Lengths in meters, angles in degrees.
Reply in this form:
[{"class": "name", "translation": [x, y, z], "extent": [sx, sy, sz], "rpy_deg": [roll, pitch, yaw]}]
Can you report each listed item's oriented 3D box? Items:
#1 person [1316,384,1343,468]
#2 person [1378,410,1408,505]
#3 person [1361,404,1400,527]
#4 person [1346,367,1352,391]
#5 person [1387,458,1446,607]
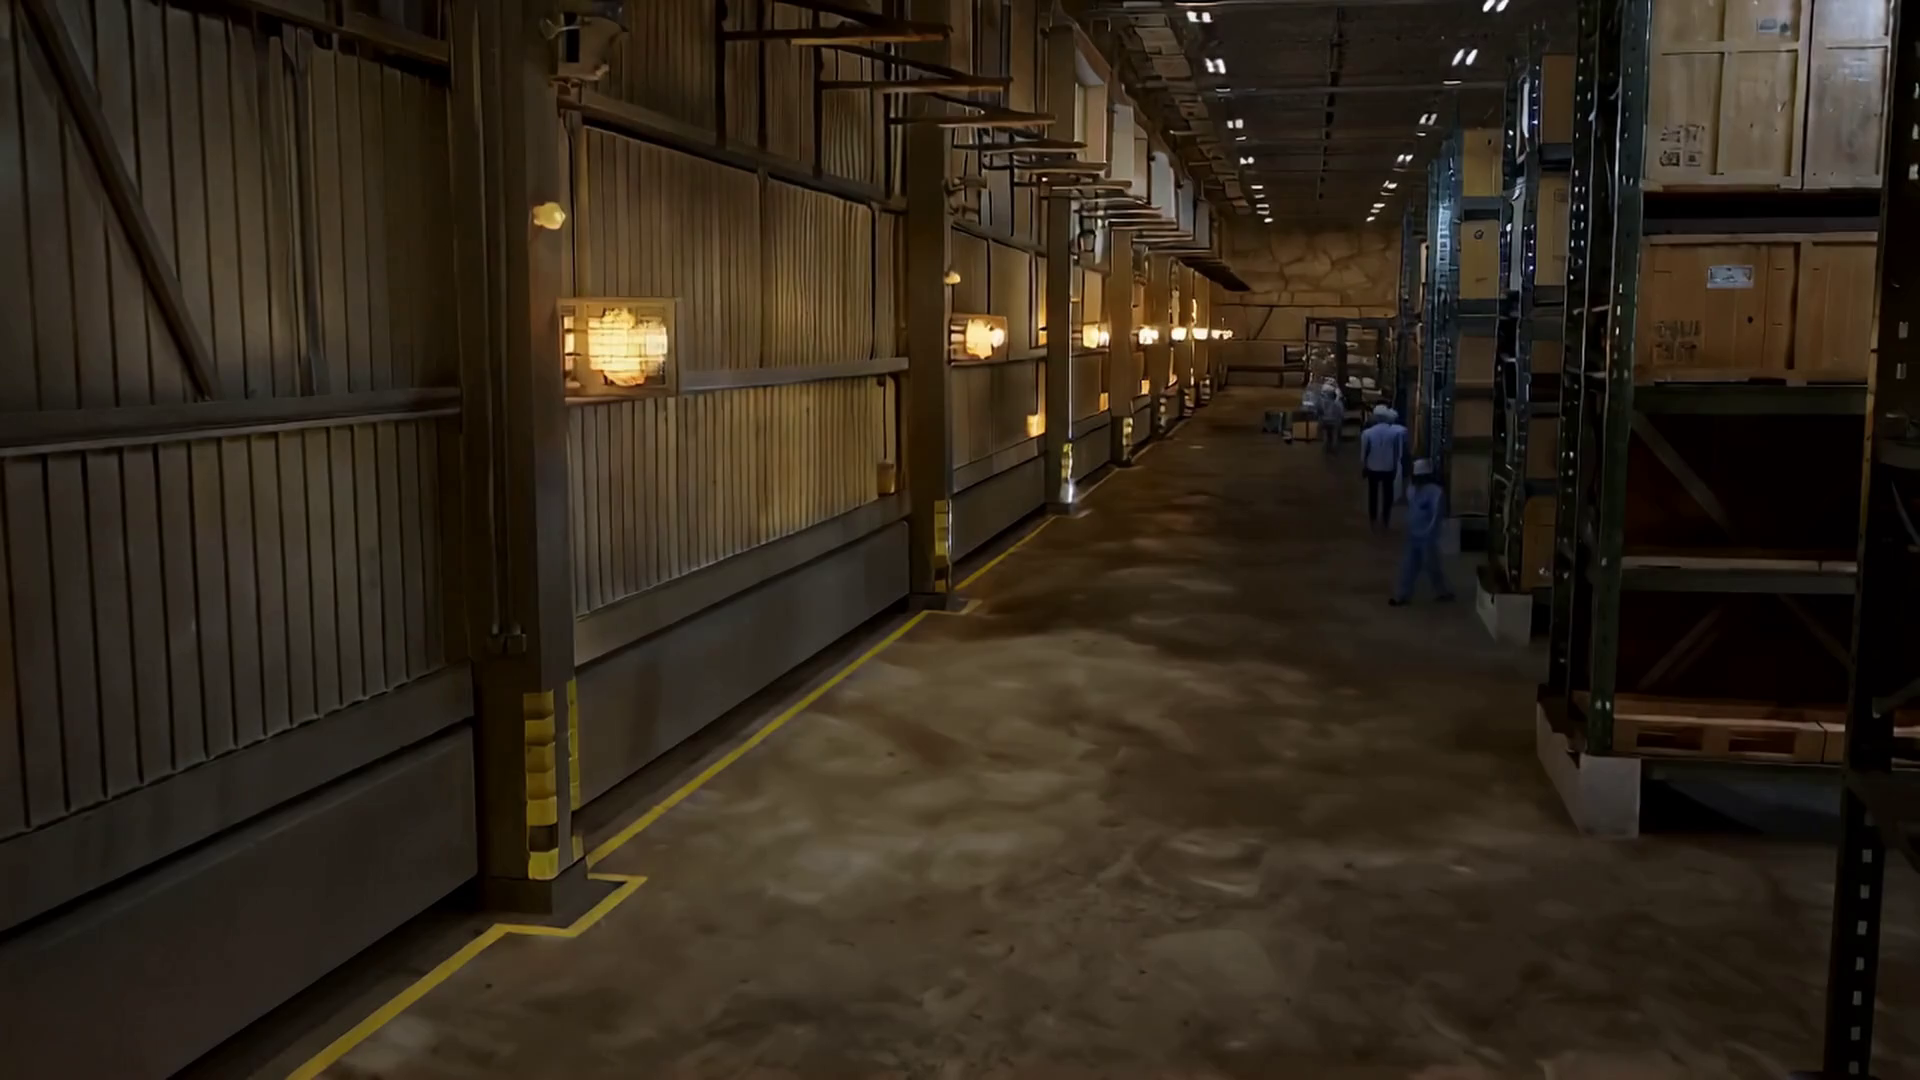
[{"class": "person", "translation": [8.407, -2.575, 37.839], "extent": [0.613, 1.907, 0.883], "rpy_deg": [1, 7, 8]}, {"class": "person", "translation": [7.829, -1.499, 30.043], "extent": [0.555, 1.712, 0.902], "rpy_deg": [0, 7, -1]}, {"class": "person", "translation": [6.699, -1.183, 26.496], "extent": [0.617, 1.970, 0.871], "rpy_deg": [2, 7, 13]}, {"class": "person", "translation": [14.598, -5.583, 62.227], "extent": [0.390, 1.839, 0.564], "rpy_deg": [1, 7, 11]}, {"class": "person", "translation": [5.245, -0.091, 18.841], "extent": [0.857, 1.694, 0.481], "rpy_deg": [-7, 10, -44]}]
